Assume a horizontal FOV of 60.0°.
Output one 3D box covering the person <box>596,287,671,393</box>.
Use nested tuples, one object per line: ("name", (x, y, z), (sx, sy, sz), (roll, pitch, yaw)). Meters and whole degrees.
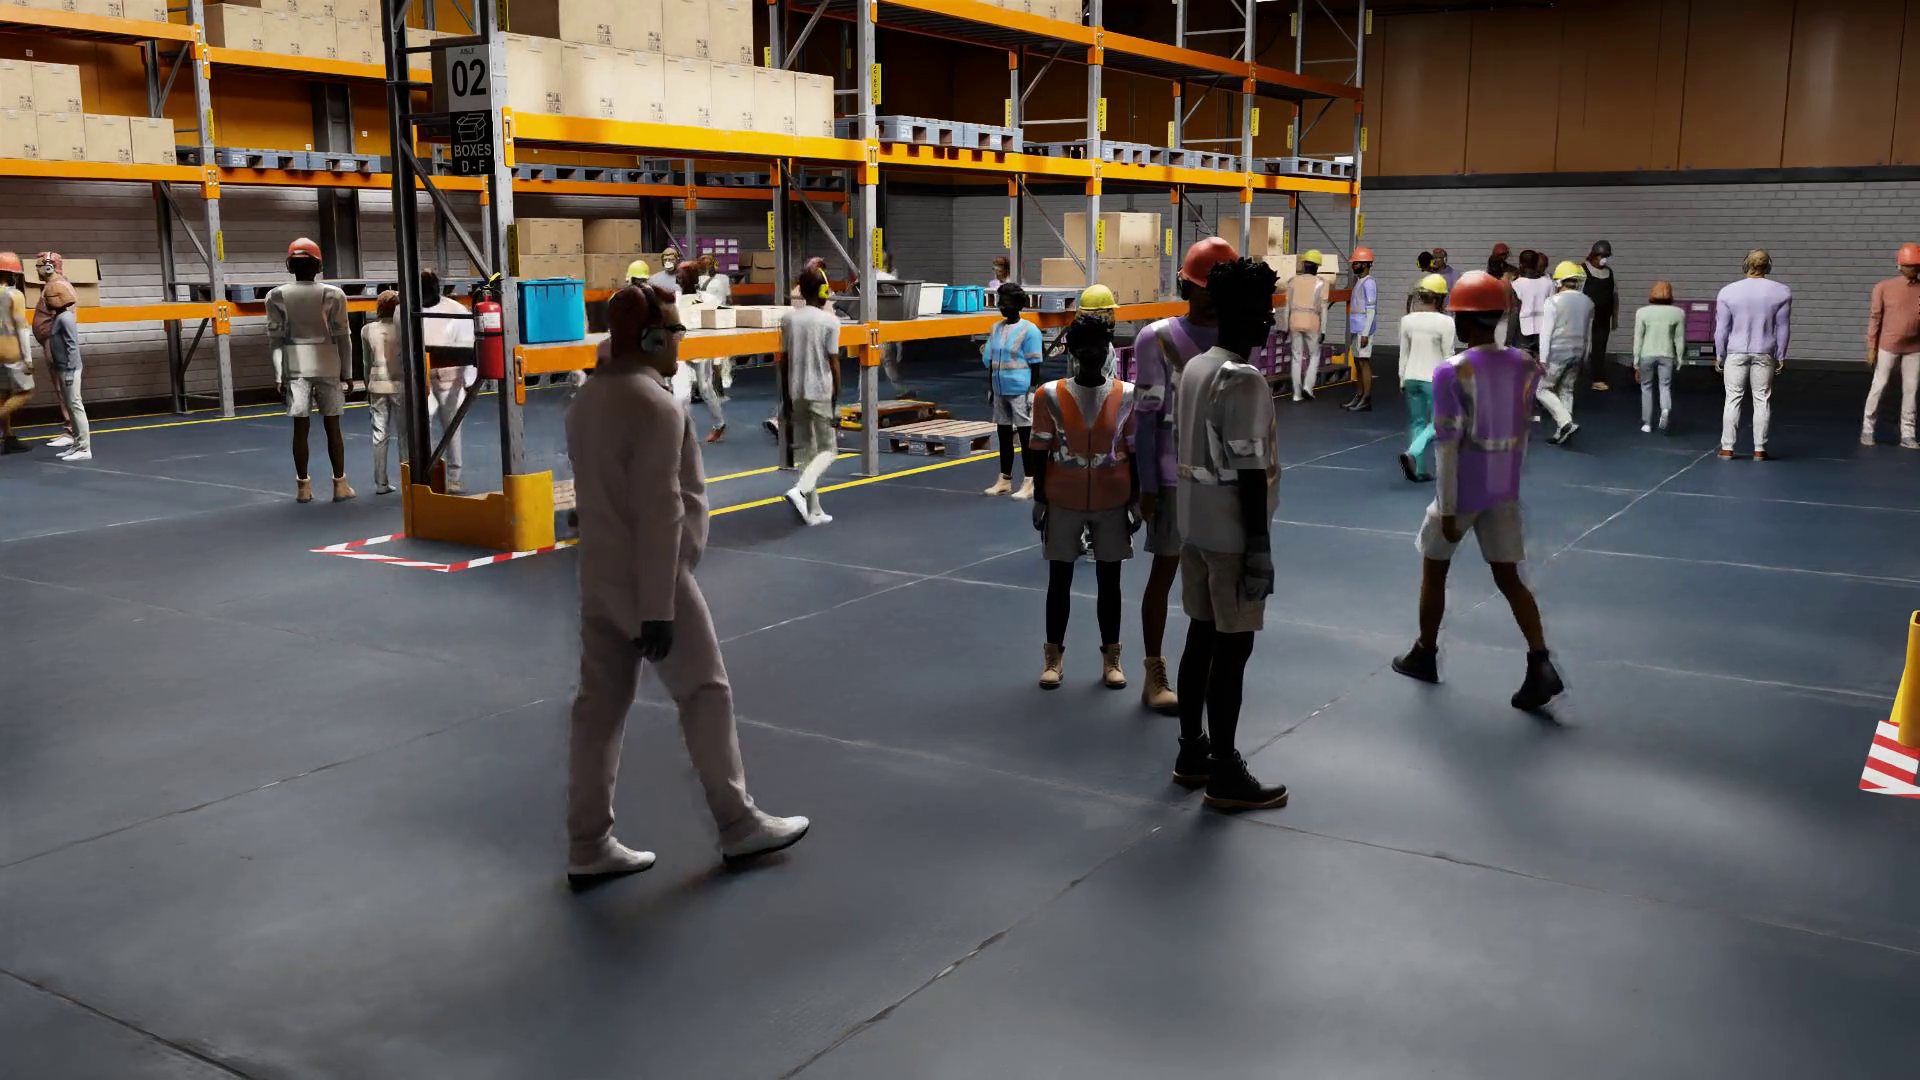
("person", (-2.088, -0.778, 10.847), (0.537, 1.718, 0.883), (7, 12, 33))

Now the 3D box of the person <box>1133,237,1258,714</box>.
("person", (1.033, -0.271, 7.157), (0.605, 2.033, 0.399), (-5, 11, -24))

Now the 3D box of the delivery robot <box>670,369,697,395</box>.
("delivery robot", (-3.578, -2.006, 20.604), (0.707, 0.478, 0.477), (-8, 13, -39))

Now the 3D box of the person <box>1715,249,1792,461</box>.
("person", (7.260, -1.691, 15.283), (0.631, 1.940, 0.372), (4, 11, 21))

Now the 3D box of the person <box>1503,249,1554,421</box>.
("person", (6.330, -2.267, 18.535), (0.587, 1.918, 0.393), (-4, 11, -23))

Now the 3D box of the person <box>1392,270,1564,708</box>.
("person", (2.311, -0.228, 7.304), (0.545, 1.900, 0.954), (-3, 11, -18))

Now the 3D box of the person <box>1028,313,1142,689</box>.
("person", (0.573, -0.169, 7.509), (0.539, 1.700, 0.317), (0, 10, 1))

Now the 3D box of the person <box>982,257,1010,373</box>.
("person", (0.530, -2.540, 20.303), (0.457, 1.816, 0.624), (-8, 13, -36))

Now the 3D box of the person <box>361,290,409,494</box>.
("person", (-4.498, -1.165, 13.227), (0.508, 1.629, 0.317), (1, 10, 7))

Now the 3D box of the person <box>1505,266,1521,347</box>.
("person", (8.351, -3.332, 25.219), (0.280, 1.633, 0.498), (2, 10, 11))

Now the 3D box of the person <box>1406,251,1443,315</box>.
("person", (6.407, -3.047, 23.007), (0.519, 1.865, 0.335), (1, 10, 8))

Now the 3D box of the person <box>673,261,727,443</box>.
("person", (-2.558, -1.804, 16.235), (0.590, 1.842, 0.939), (3, 11, 14))

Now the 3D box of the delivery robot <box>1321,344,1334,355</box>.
("delivery robot", (5.319, -2.853, 25.299), (0.707, 0.478, 0.477), (5, 11, 26))

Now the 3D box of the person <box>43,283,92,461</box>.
("person", (-8.249, -1.550, 15.348), (0.268, 1.631, 0.507), (-7, 13, -35))

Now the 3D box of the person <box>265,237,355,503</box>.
("person", (-4.998, -1.301, 12.844), (0.607, 2.041, 0.377), (-2, 10, -12))

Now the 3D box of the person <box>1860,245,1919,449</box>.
("person", (9.215, -1.882, 16.284), (0.642, 1.980, 0.487), (2, 10, 12))

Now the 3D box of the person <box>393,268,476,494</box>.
("person", (-4.115, -1.214, 13.015), (0.662, 1.793, 0.841), (-1, 10, -7))

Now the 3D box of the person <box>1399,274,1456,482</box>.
("person", (3.812, -1.311, 13.717), (0.582, 1.753, 0.529), (-9, 13, -40))

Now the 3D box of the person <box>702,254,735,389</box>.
("person", (-3.323, -2.974, 22.683), (0.562, 1.834, 0.558), (5, 11, 24))

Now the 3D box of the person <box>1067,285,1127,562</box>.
("person", (0.854, -0.734, 10.521), (0.294, 1.744, 0.484), (-5, 11, -27))

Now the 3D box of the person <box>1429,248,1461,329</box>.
("person", (6.733, -3.158, 23.504), (0.651, 1.906, 0.403), (8, 13, 38))

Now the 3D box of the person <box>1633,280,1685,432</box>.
("person", (7.298, -1.907, 17.384), (0.503, 1.613, 0.582), (3, 11, 15))

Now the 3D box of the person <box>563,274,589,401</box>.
("person", (-4.822, -2.535, 20.907), (0.354, 1.602, 0.586), (-2, 10, -9))

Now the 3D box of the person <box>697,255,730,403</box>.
("person", (-3.145, -2.625, 20.733), (0.506, 1.840, 0.346), (3, 11, 18))

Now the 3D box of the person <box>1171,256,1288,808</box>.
("person", (0.968, -0.027, 5.981), (0.361, 1.964, 0.613), (-3, 11, -14))

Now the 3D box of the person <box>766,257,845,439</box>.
("person", (-1.525, -1.889, 16.619), (0.671, 1.864, 0.872), (8, 13, 36))

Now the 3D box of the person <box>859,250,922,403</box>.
("person", (-0.862, -2.555, 20.203), (0.905, 1.902, 0.644), (-6, 12, -31))

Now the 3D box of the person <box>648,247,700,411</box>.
("person", (-3.391, -2.490, 19.711), (0.637, 1.938, 0.355), (0, 10, 2))

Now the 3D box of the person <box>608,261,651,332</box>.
("person", (-3.261, -1.949, 17.079), (0.619, 1.810, 0.680), (-6, 12, -32))

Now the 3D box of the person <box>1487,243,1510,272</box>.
("person", (8.571, -3.764, 26.697), (0.644, 1.958, 0.863), (-5, 11, -24))

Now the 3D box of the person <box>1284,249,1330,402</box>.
("person", (4.319, -2.667, 20.806), (0.611, 1.905, 0.437), (5, 11, 27))

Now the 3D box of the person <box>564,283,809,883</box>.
("person", (-0.898, 0.138, 5.289), (0.888, 1.875, 0.658), (-8, 13, -36))

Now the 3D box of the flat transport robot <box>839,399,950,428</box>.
("flat transport robot", (-0.821, -1.390, 18.236), (0.652, 0.197, 1.431), (9, 13, 40))

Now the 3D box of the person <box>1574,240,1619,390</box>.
("person", (8.574, -3.043, 22.492), (0.733, 2.000, 0.535), (-1, 10, -8))

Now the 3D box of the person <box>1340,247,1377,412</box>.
("person", (4.734, -2.487, 19.693), (0.356, 1.937, 0.552), (0, 10, 0))

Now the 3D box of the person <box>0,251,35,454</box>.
("person", (-8.993, -1.731, 15.576), (0.602, 1.918, 0.606), (3, 11, 18))

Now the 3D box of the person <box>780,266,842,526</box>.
("person", (-1.073, -0.983, 11.628), (0.528, 1.850, 0.605), (6, 12, 28))

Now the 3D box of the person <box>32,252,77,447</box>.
("person", (-8.902, -1.877, 16.402), (0.409, 1.907, 0.651), (-4, 11, -23))

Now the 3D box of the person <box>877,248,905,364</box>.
("person", (-1.197, -3.772, 26.892), (0.602, 1.919, 0.927), (5, 11, 25))

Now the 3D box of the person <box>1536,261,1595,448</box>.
("person", (5.867, -1.781, 16.115), (0.613, 1.818, 0.478), (-4, 11, -23))

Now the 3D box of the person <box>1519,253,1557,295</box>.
("person", (8.248, -3.158, 23.714), (0.668, 1.821, 1.012), (-1, 10, -3))

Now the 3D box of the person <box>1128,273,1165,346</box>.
("person", (2.878, -3.549, 25.750), (0.602, 1.886, 0.901), (3, 11, 18))

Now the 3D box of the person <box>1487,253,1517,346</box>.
("person", (7.367, -3.029, 23.000), (0.643, 1.839, 0.444), (5, 12, 28))

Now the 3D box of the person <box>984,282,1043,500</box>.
("person", (0.412, -1.158, 12.998), (0.317, 1.696, 0.540), (-9, 14, -42))
